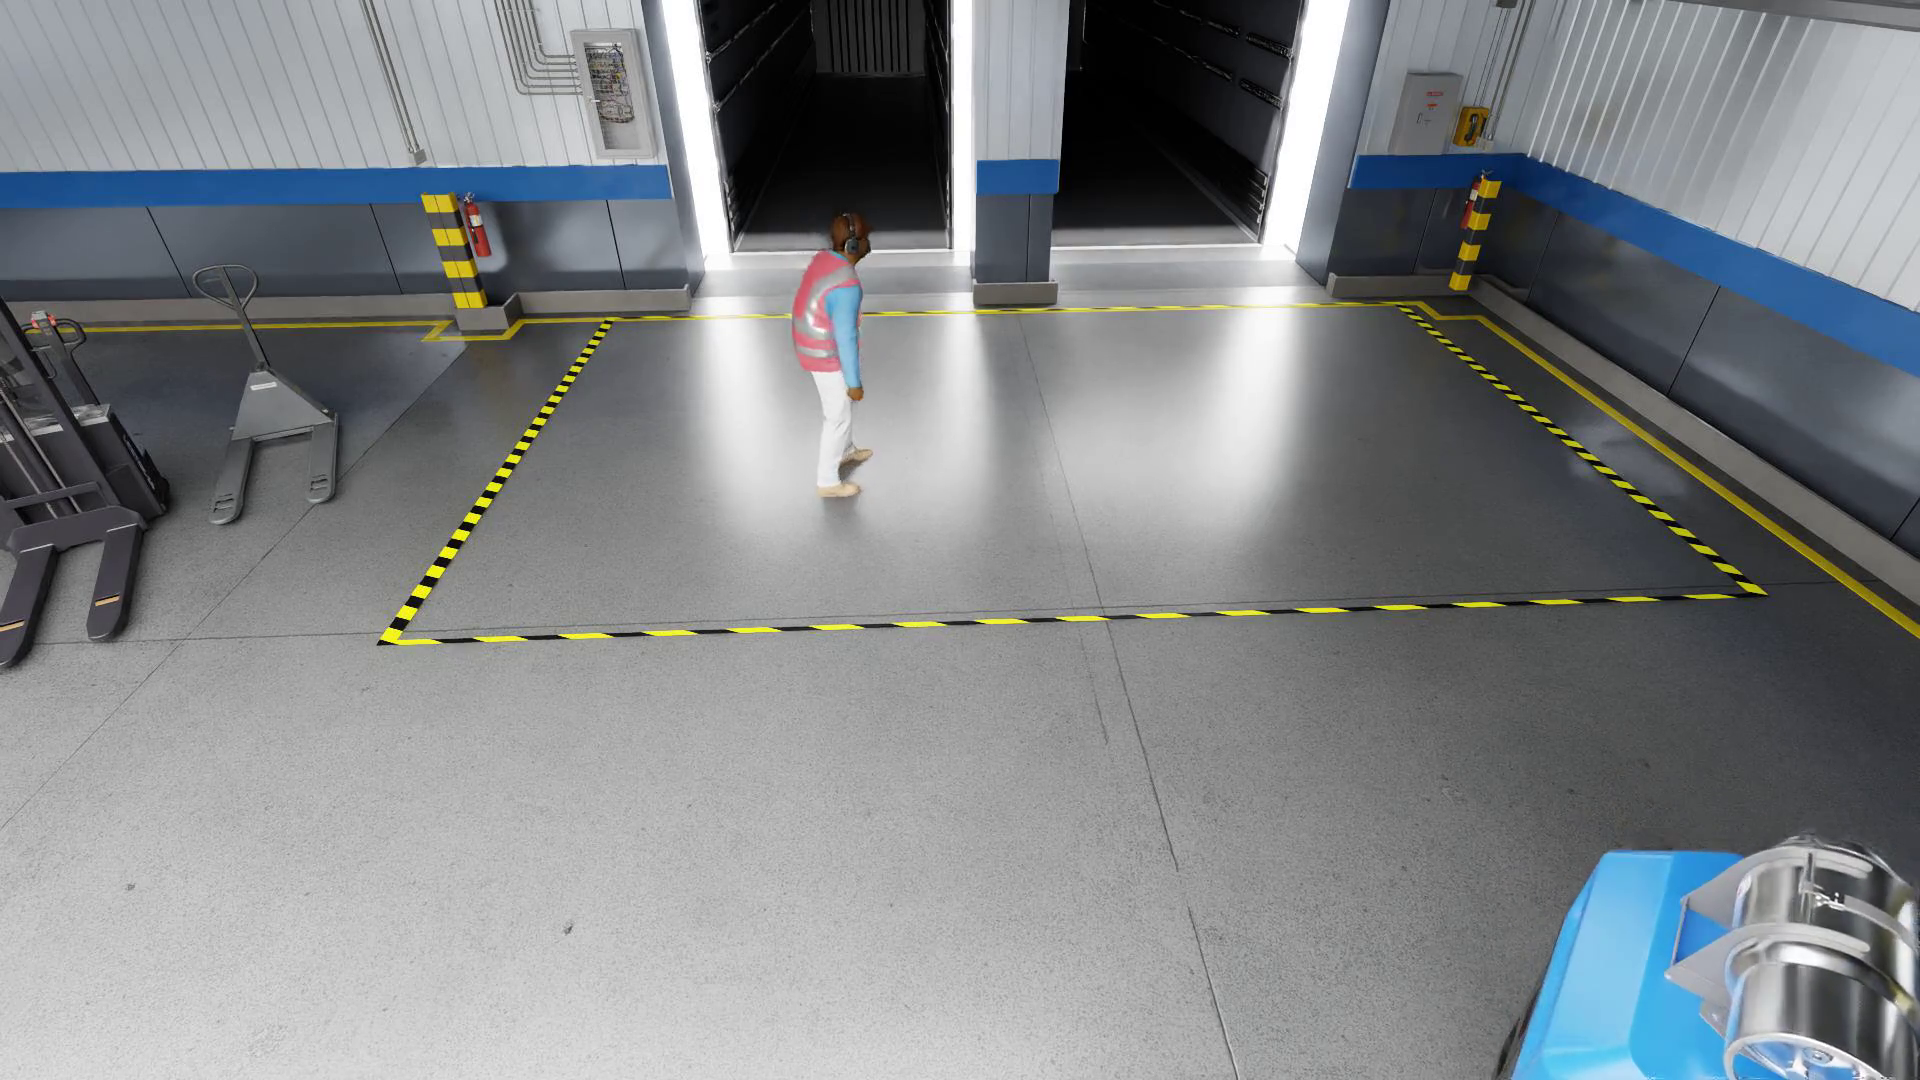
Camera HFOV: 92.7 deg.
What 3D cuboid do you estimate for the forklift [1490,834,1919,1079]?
[{"bbox_3d":[2.714,1.398,1.670,2.680,2.036,1.157,26,42,32],"label":"forklift"}]

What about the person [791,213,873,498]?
[{"bbox_3d":[-0.788,-1.173,5.909,0.544,1.763,0.790,-10,36,-15],"label":"person"}]

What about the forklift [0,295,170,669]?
[{"bbox_3d":[-5.212,-0.618,4.878,0.823,1.965,1.885,-20,39,-26],"label":"forklift"}]

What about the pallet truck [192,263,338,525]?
[{"bbox_3d":[-4.778,-1.027,6.128,0.680,1.201,1.601,-17,38,-23],"label":"pallet truck"}]
